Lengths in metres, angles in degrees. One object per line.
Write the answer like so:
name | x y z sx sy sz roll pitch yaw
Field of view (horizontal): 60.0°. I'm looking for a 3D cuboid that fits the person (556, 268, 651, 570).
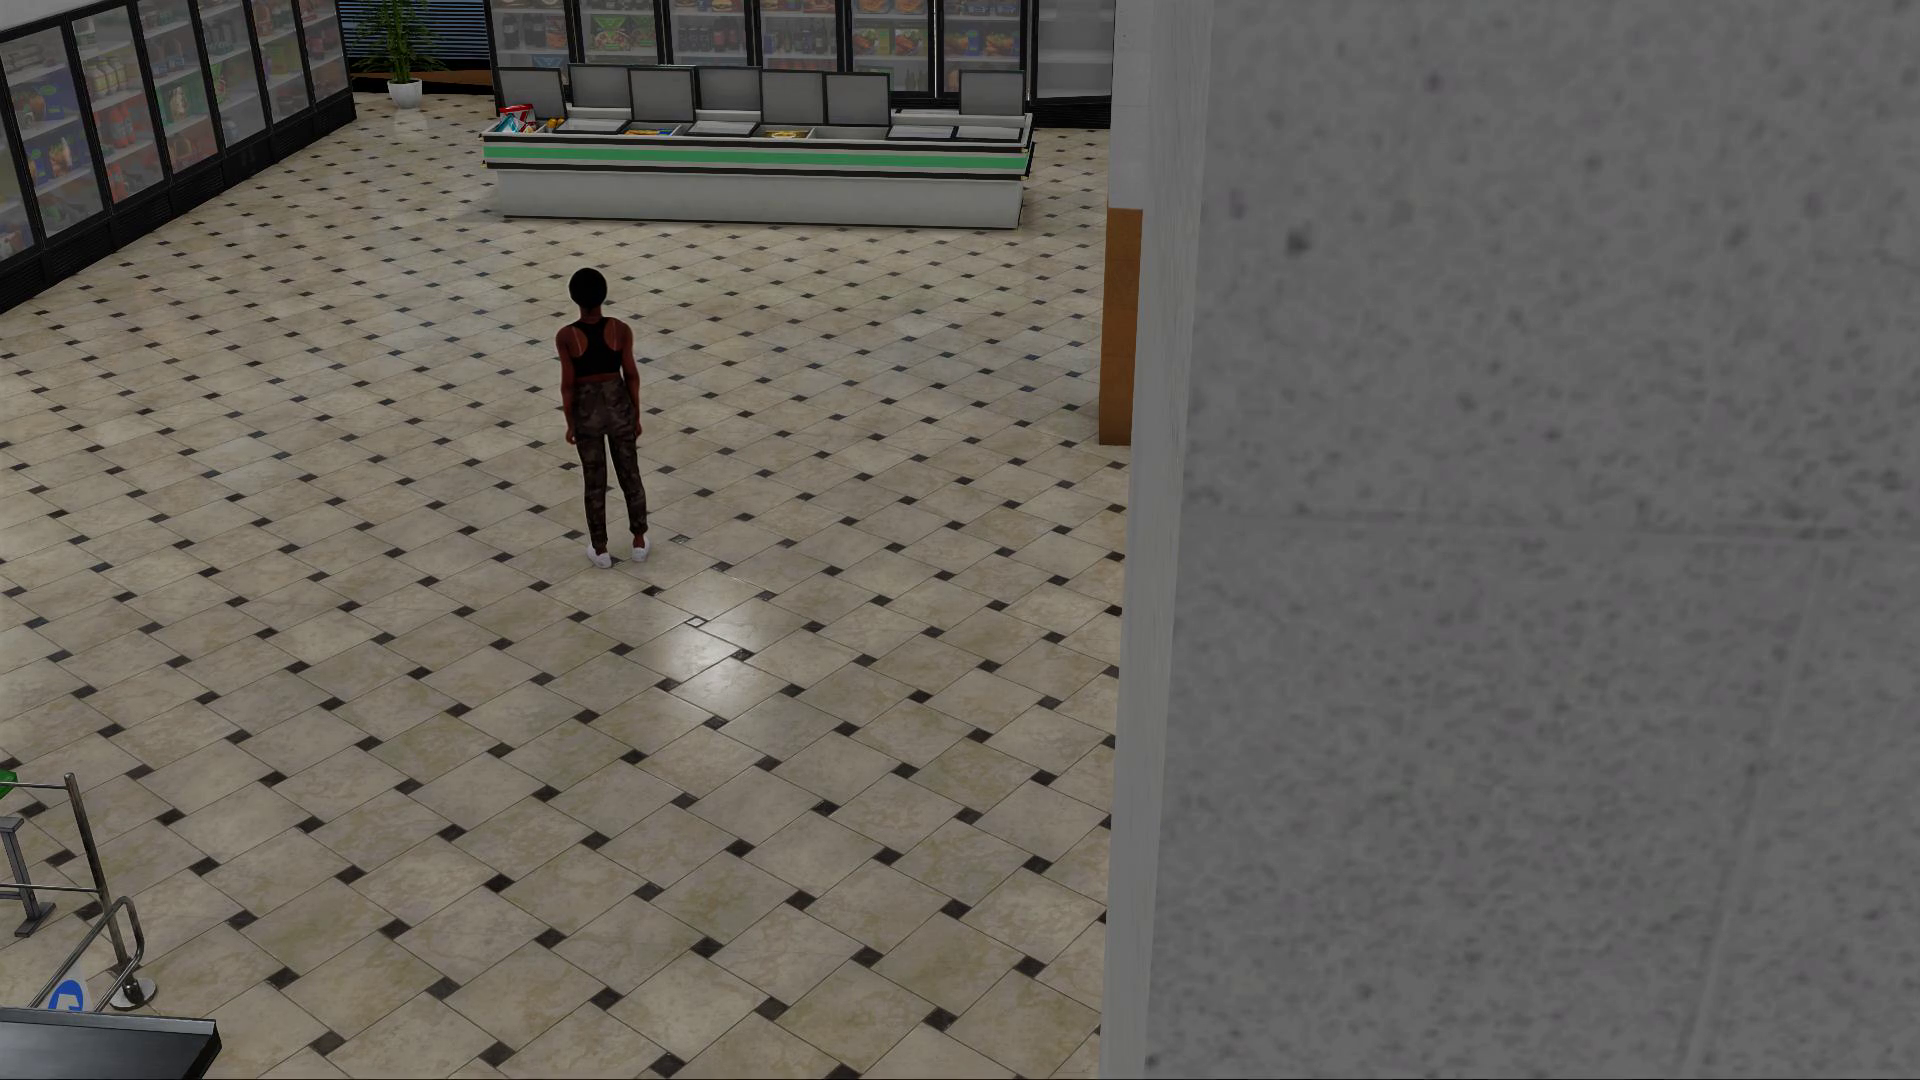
person | -1.923 -0.652 8.966 0.597 1.700 0.712 -9 28 -17
